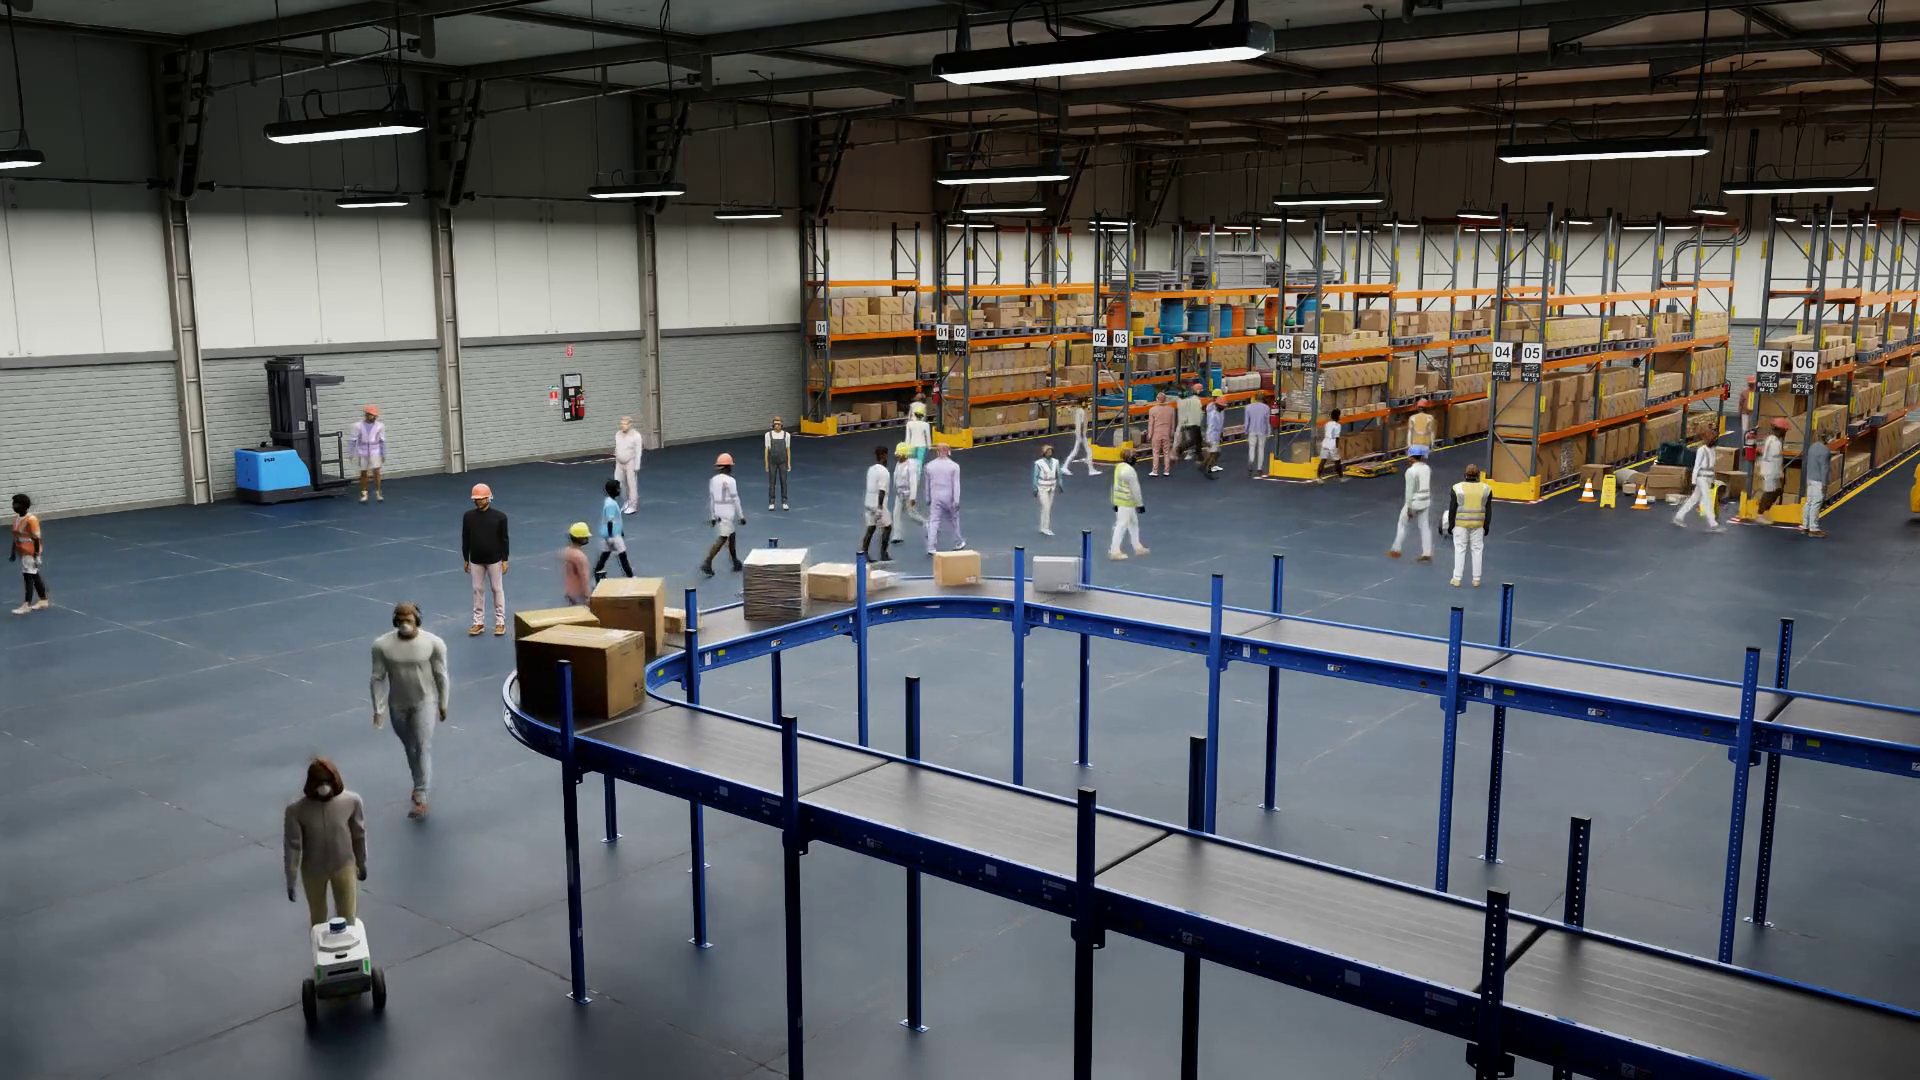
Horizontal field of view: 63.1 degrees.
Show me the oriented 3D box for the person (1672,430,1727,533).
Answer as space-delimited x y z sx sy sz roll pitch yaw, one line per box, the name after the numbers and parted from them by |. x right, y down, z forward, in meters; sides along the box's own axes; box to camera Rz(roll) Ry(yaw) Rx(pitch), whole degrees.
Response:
13.517 -1.099 28.505 0.589 1.836 0.996 -9 14 -42 | person

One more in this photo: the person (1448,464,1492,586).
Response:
7.651 -0.222 23.532 0.636 1.842 0.429 1 10 4 | person

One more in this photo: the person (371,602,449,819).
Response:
-4.863 1.473 13.871 0.630 1.889 1.028 -1 10 -5 | person

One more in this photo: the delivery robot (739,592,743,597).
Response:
-2.672 0.635 21.451 0.698 0.223 0.335 -3 11 -19 | delivery robot

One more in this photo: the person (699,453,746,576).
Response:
-3.722 -0.397 24.397 0.965 1.908 0.541 -9 13 -40 | person

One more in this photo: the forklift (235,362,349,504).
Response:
-13.803 -2.244 32.110 1.129 2.768 1.873 8 13 37 | forklift

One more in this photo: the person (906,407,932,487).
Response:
-0.881 -2.044 34.091 0.544 1.722 0.870 2 10 11 | person

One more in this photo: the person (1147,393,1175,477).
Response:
4.560 -2.398 35.597 0.642 1.909 0.409 -3 10 -16 | person

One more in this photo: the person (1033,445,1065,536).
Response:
1.610 -0.877 27.877 0.518 1.611 0.705 -7 13 -36 | person

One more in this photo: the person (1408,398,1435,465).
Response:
10.006 -2.104 33.913 0.567 1.921 0.464 5 11 27 | person

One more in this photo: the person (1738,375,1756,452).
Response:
20.404 -3.274 40.349 0.624 1.970 0.771 7 12 35 | person

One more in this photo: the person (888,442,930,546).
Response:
-0.856 -0.814 26.991 0.822 1.794 0.595 -6 12 -32 | person

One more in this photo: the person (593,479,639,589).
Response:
-5.086 -0.084 23.251 0.861 1.646 0.550 -3 10 -14 | person

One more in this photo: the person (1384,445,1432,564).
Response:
7.345 -0.600 25.469 0.627 1.909 0.928 -7 12 -33 | person

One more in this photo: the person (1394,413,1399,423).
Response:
12.782 -4.041 44.925 0.936 1.893 0.547 -7 12 -33 | person

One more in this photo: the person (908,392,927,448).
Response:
-1.083 -2.872 39.075 0.521 1.620 0.501 8 13 39 | person

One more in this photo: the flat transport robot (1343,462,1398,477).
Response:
9.443 -1.628 35.984 0.652 0.197 1.431 9 13 41 | flat transport robot

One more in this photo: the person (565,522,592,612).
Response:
-4.619 0.652 18.865 0.425 1.750 0.540 -7 12 -35 | person

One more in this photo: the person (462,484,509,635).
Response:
-6.204 0.249 20.450 0.618 1.994 0.380 0 10 2 | person

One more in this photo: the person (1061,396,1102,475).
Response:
2.743 -2.392 35.794 0.951 1.833 0.533 -2 10 -11 | person

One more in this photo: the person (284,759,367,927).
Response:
-4.243 2.224 10.486 0.523 1.582 0.885 -5 11 -25 | person

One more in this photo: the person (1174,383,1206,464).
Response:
5.599 -2.810 37.828 0.854 1.957 0.639 -1 10 -7 | person

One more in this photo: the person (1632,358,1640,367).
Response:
21.190 -4.764 48.998 0.970 1.868 0.622 4 11 22 | person

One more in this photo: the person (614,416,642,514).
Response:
-6.450 -1.448 30.279 0.677 1.891 0.431 6 12 30 | person

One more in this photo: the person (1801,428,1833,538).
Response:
15.270 -1.035 27.847 0.372 1.935 0.629 1 10 6 | person

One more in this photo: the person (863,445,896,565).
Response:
-1.330 -0.556 25.168 0.717 1.918 0.622 -7 12 -36 | person

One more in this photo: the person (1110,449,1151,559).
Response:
2.846 -0.591 25.722 0.868 1.809 0.629 -1 10 -8 | person

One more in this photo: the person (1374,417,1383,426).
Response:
11.805 -3.864 44.026 0.531 1.851 0.710 9 13 40 | person

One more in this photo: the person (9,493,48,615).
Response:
-12.980 0.185 21.733 0.563 1.691 0.449 8 13 39 | person

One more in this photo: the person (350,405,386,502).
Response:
-11.990 -1.737 31.691 0.689 1.986 0.679 -4 11 -19 | person

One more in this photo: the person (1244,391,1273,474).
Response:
6.863 -2.473 35.974 0.647 1.920 0.486 4 11 20 | person

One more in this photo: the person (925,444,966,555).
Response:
-0.271 -0.687 26.162 0.665 1.845 1.009 4 11 23 | person

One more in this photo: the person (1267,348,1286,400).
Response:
10.962 -5.761 54.590 0.939 1.891 0.596 2 10 9 | person

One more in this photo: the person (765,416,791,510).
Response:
-3.584 -1.512 30.778 0.514 1.846 0.339 -2 10 -12 | person

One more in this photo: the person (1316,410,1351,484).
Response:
8.179 -2.035 34.254 0.887 1.633 0.553 -5 11 -26 | person

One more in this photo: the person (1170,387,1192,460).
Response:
5.434 -2.851 38.401 0.498 1.820 0.947 10 14 44 | person

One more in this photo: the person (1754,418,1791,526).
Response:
14.996 -1.248 28.835 0.553 2.003 0.608 4 11 24 | person

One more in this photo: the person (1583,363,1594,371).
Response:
18.946 -4.446 47.127 0.650 1.904 0.401 5 11 27 | person

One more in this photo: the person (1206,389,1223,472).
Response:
5.957 -2.571 36.506 0.370 1.928 0.585 8 13 37 | person

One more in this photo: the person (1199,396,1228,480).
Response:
5.685 -2.300 35.094 0.656 1.898 0.601 7 12 35 | person

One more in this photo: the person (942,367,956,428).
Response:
-0.349 -4.202 46.060 0.613 1.785 0.900 3 10 14 | person

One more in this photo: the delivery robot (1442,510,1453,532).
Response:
8.780 -0.370 27.841 0.477 0.478 0.707 4 11 19 | delivery robot

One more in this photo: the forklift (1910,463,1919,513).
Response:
19.034 -1.348 28.998 2.313 2.155 1.214 8 13 37 | forklift

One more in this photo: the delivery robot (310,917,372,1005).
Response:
-4.099 2.739 10.341 0.477 0.478 0.707 -5 11 -24 | delivery robot
